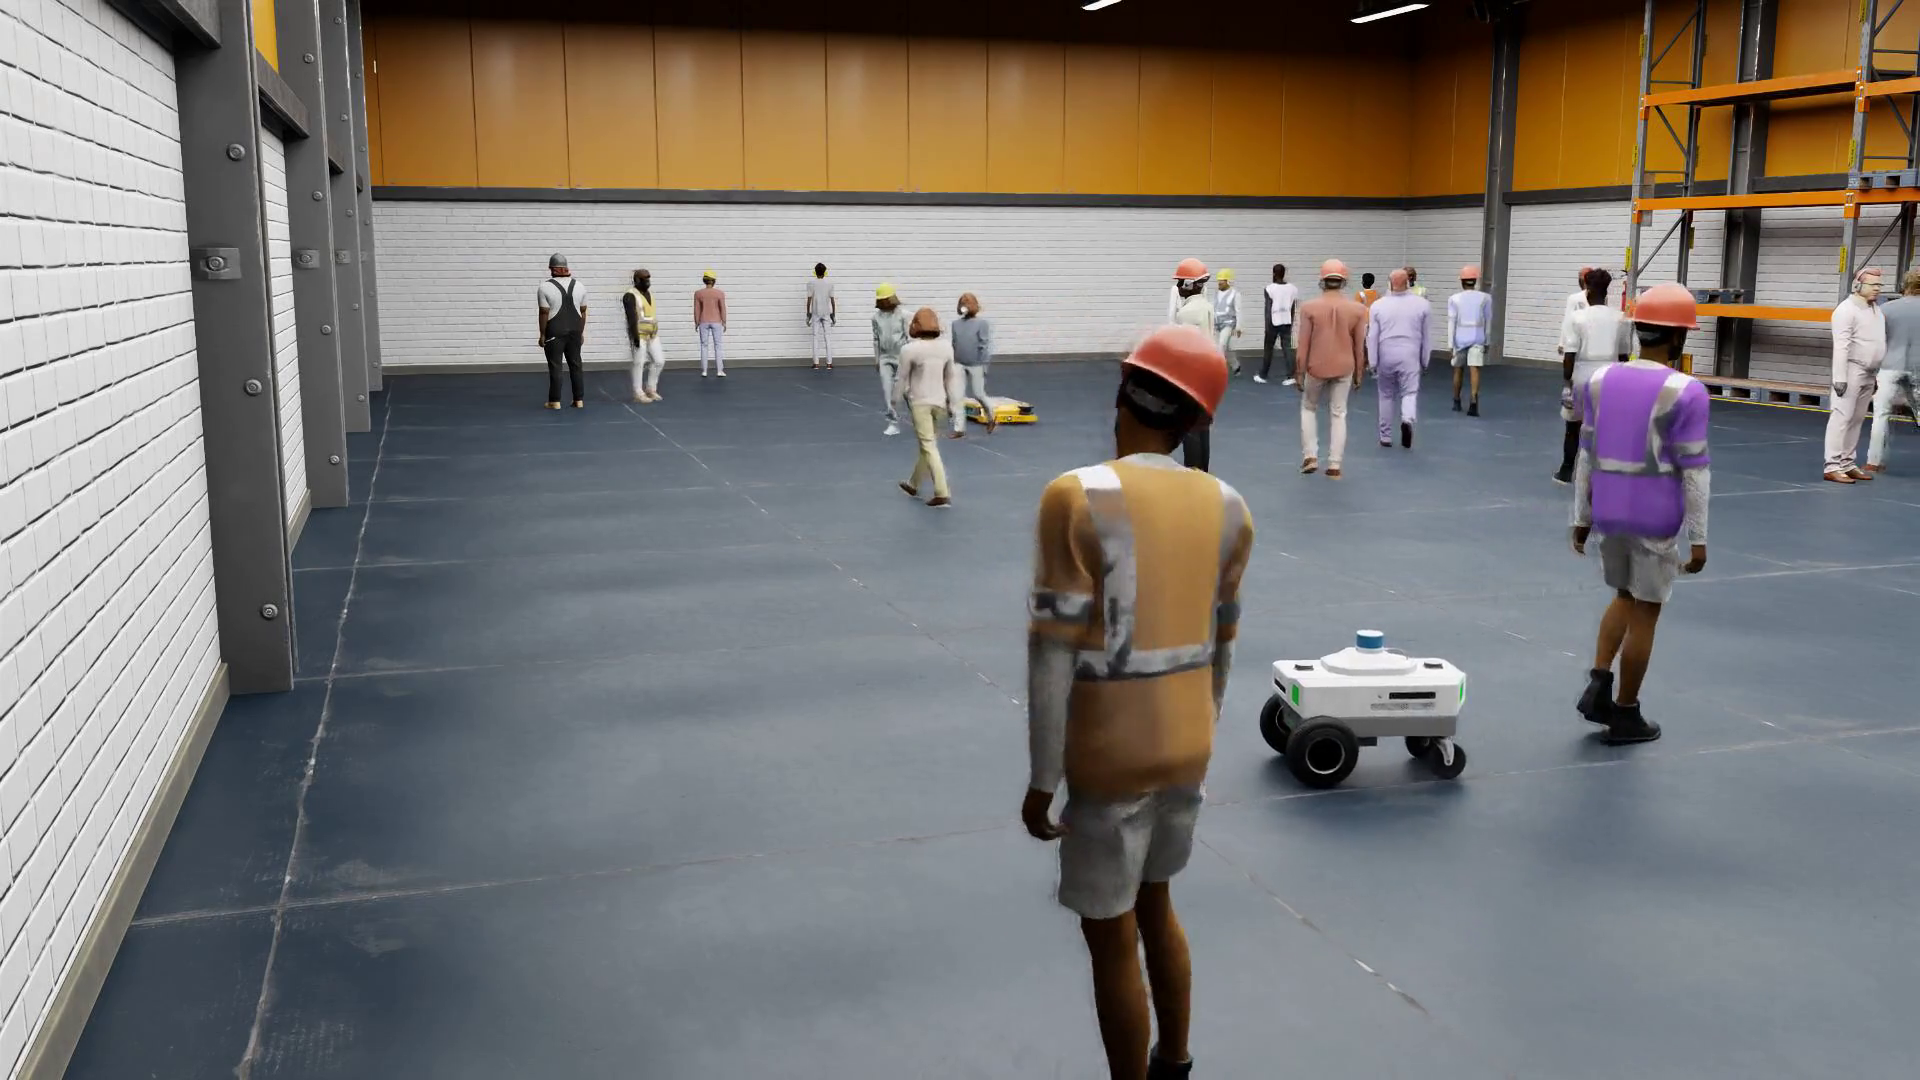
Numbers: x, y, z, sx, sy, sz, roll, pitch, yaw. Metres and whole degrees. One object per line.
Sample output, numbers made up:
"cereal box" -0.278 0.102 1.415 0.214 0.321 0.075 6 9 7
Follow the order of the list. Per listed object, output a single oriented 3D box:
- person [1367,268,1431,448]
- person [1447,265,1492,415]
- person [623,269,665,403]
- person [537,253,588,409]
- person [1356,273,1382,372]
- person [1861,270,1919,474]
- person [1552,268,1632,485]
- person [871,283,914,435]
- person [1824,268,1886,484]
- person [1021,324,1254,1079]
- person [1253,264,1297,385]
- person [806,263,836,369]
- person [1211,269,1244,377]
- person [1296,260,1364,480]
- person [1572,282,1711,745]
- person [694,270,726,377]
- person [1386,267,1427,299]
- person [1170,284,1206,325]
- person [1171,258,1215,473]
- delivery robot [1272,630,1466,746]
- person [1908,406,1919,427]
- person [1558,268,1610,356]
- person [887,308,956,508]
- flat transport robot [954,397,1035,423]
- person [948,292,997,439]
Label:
"person" 4.563 -1.880 17.314 0.652 1.887 0.685 2 10 13
"person" 6.451 -2.535 21.088 0.546 1.904 0.930 2 10 12
"person" -4.295 -2.770 22.650 0.500 1.826 0.630 6 11 30
"person" -5.271 -2.748 21.895 0.679 2.000 0.537 -8 13 -39
"person" 7.002 -3.741 28.639 0.532 1.696 0.319 -5 11 -26
"person" 8.857 -1.553 15.513 0.743 1.892 0.598 2 10 11
"person" 5.452 -1.366 14.270 0.623 1.917 1.018 0 10 -2
"person" -0.722 -2.054 18.817 0.540 1.706 0.607 4 11 23
"person" 8.020 -1.461 14.842 0.643 1.905 0.399 -7 12 -36
"person" 0.384 0.483 3.662 0.574 1.888 0.363 -8 12 -38
"person" 4.977 -3.357 25.946 0.610 1.863 1.020 -4 11 -22
"person" -2.456 -3.945 29.320 0.538 1.869 0.313 -2 10 -9
"person" 4.318 -3.486 26.903 0.861 1.797 0.617 -8 12 -38
"person" 3.349 -1.539 15.088 0.635 1.977 0.565 0 10 0
"person" 2.831 -0.095 6.879 0.406 1.920 0.576 -6 11 -31
"person" -4.115 -3.567 27.433 0.529 1.765 0.327 0 10 1
"person" 6.635 -3.142 24.773 0.619 1.838 0.430 1 10 7
"person" 3.450 -3.246 25.227 0.585 1.882 0.344 -3 10 -17
"person" 1.922 -1.339 13.866 0.375 1.995 0.611 5 11 25
"delivery robot" 1.605 0.599 6.542 0.707 0.478 0.477 -1 10 -3
"person" 10.863 -2.092 18.530 0.657 1.885 0.594 -2 10 -14
"person" 7.910 -2.526 21.156 0.603 1.851 0.813 -2 10 -13
"person" -0.314 -1.078 13.510 0.518 1.585 0.847 -7 12 -36
"flat transport robot" 0.396 -1.605 20.395 0.652 0.197 1.431 -3 10 -15
"person" 0.137 -1.940 18.461 0.507 1.617 0.673 6 11 31
